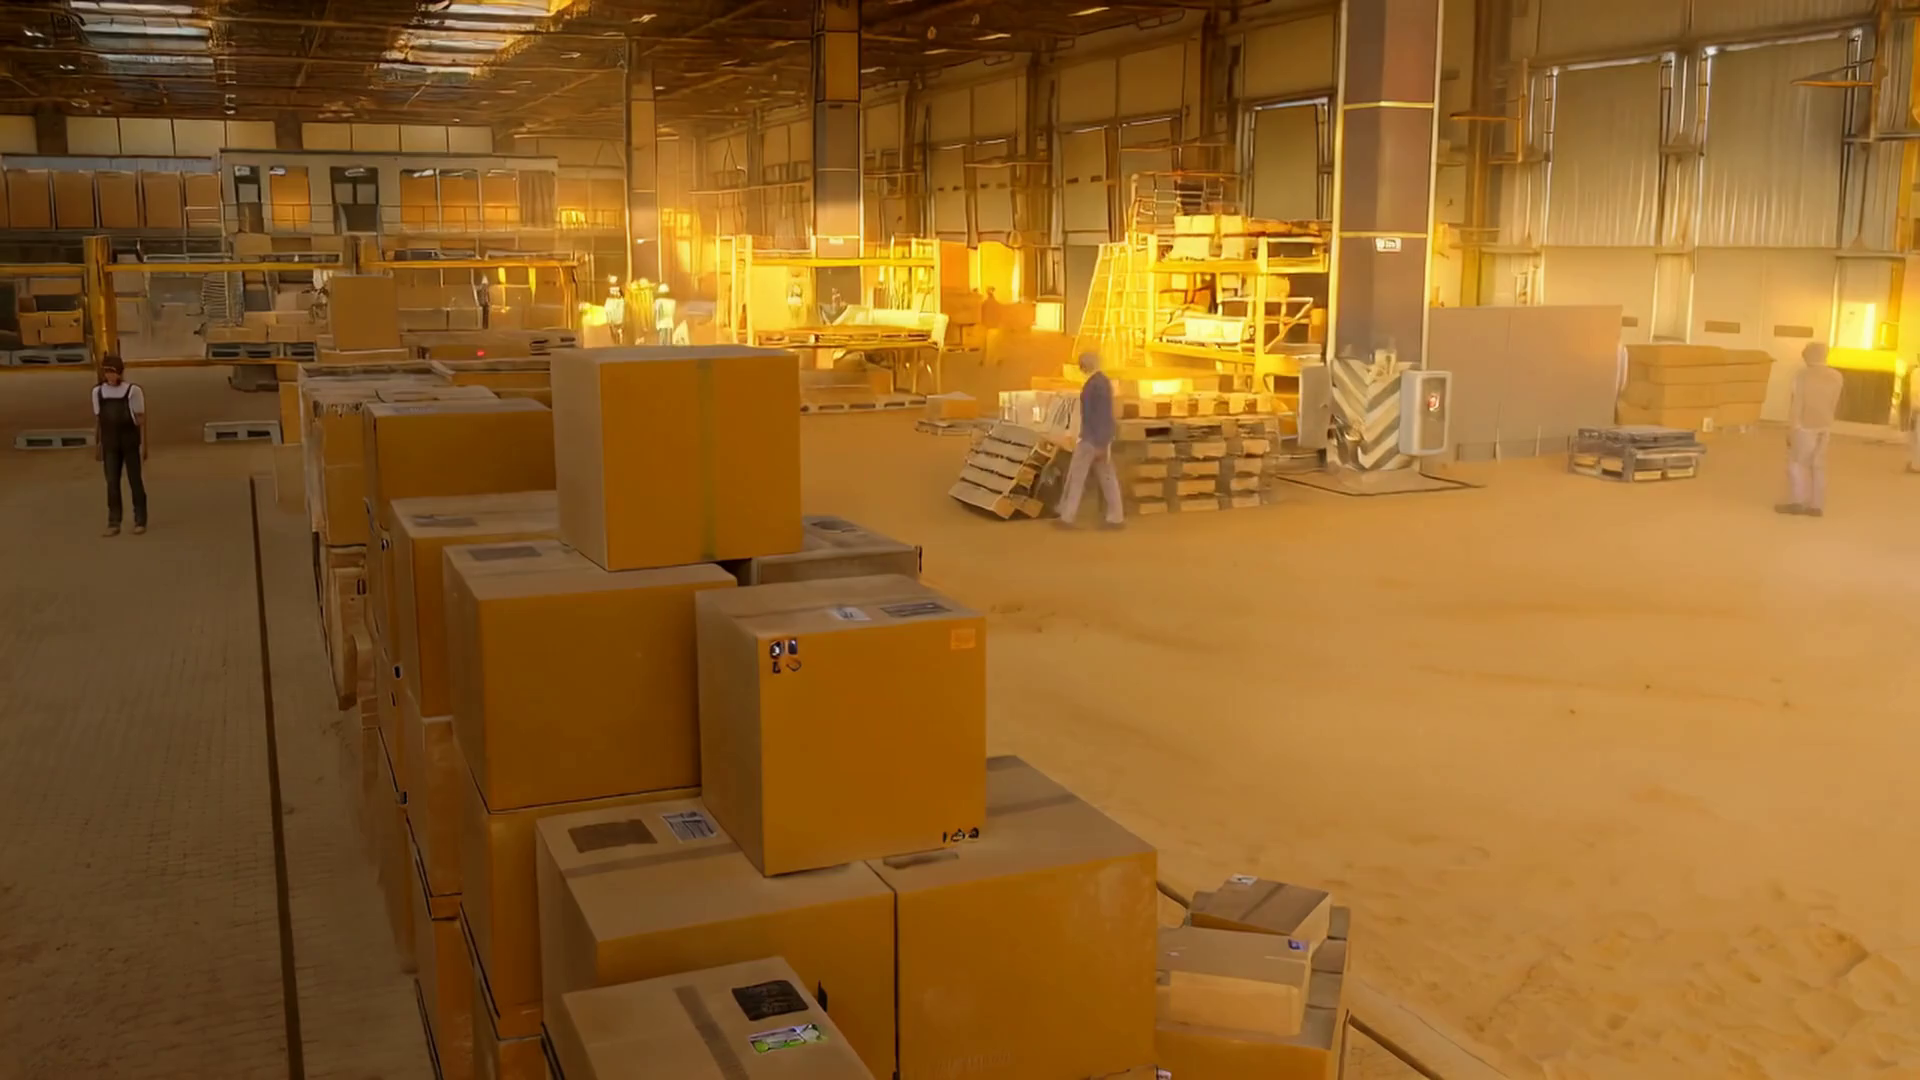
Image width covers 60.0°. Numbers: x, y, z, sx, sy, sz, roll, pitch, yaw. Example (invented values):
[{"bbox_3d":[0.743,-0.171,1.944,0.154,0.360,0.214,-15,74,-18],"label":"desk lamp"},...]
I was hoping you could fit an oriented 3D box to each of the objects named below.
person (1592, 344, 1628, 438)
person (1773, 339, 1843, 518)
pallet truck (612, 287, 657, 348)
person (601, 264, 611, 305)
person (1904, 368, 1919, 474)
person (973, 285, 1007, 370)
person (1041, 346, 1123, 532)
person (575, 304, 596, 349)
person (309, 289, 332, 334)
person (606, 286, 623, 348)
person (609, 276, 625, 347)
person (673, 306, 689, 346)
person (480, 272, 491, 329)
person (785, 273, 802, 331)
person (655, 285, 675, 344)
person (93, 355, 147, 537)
[{"bbox_3d":[8.939,-2.123,23.154,0.546,1.871,0.947,-3,11,-16],"label":"person"},{"bbox_3d":[9.177,-1.207,17.995,0.669,1.920,0.521,-3,11,-16],"label":"person"},{"bbox_3d":[-6.464,-4.406,35.401,0.823,1.965,1.885,6,12,32],"label":"pallet truck"},{"bbox_3d":[-14.286,-10.126,66.923,0.369,1.996,0.622,6,12,30],"label":"person"},{"bbox_3d":[12.311,-1.628,21.139,0.523,1.619,0.516,-8,13,-38],"label":"person"},{"bbox_3d":[0.714,-4.873,38.100,1.015,1.953,0.627,-7,13,-34],"label":"person"},{"bbox_3d":[1.258,-1.023,17.010,0.927,1.899,0.647,1,10,7],"label":"person"},{"bbox_3d":[-7.174,-3.607,31.657,0.555,1.745,0.552,-5,11,-25],"label":"person"},{"bbox_3d":[-14.155,-4.625,36.957,0.462,1.878,0.640,7,13,35],"label":"person"},{"bbox_3d":[-9.125,-5.824,43.928,0.492,1.741,0.305,3,11,15],"label":"person"},{"bbox_3d":[-9.532,-6.349,46.246,0.405,1.945,0.615,-3,11,-17],"label":"person"},{"bbox_3d":[-5.466,-3.731,32.518,0.369,1.683,0.556,-2,10,-10],"label":"person"},{"bbox_3d":[-15.041,-7.525,52.803,0.374,1.932,0.623,-4,11,-23],"label":"person"},{"bbox_3d":[-5.272,-7.426,52.338,0.569,1.889,0.963,2,11,12],"label":"person"},{"bbox_3d":[-6.953,-5.051,39.196,0.407,1.918,0.587,7,13,35],"label":"person"},{"bbox_3d":[-8.455,-0.943,16.760,0.505,1.838,0.347,-1,10,-4],"label":"person"}]
